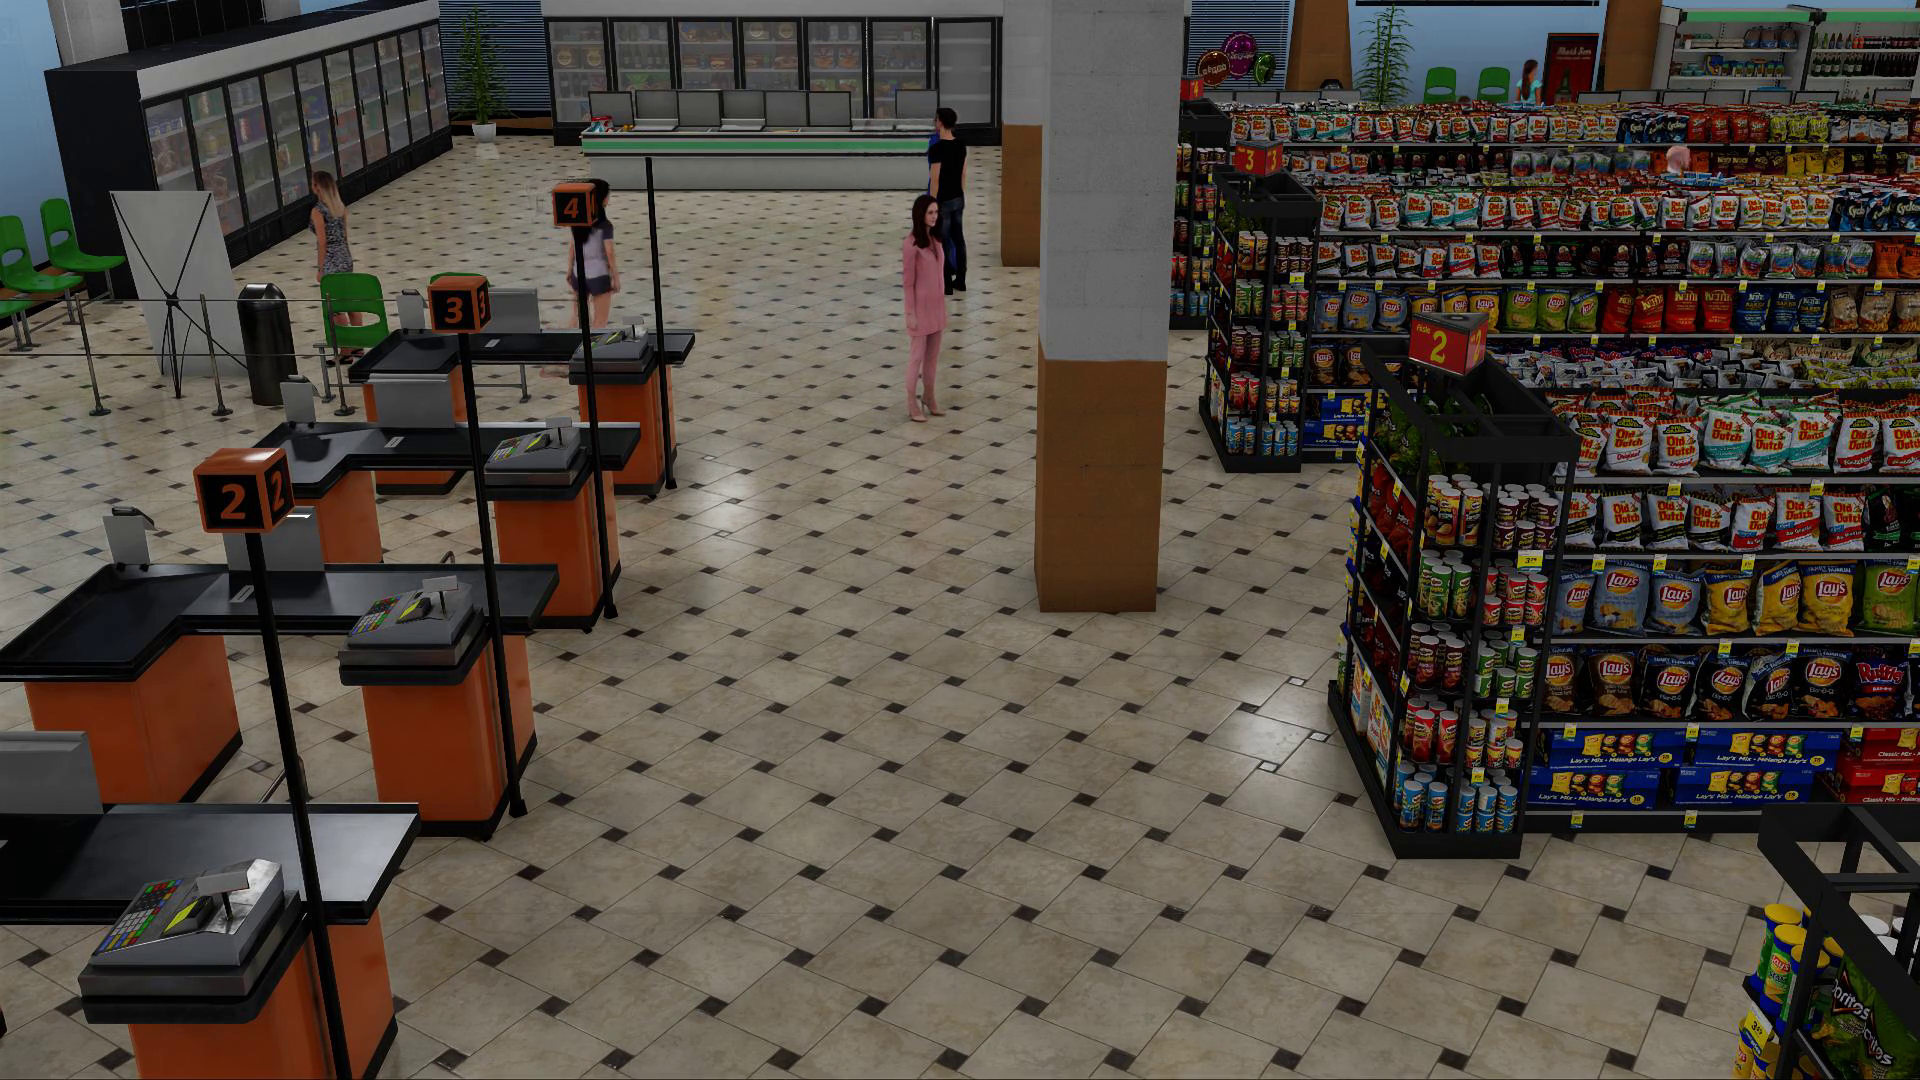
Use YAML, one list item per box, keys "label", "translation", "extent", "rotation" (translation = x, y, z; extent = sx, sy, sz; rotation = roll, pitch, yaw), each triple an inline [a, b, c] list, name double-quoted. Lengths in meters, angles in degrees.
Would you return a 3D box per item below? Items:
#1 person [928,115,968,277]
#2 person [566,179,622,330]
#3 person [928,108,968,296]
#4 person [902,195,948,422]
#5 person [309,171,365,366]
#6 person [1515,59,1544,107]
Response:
- label: "person"
  translation: [-0.230, -3.609, 17.610]
  extent: [0.944, 1.797, 0.835]
  rotation: [-8, 23, -18]
- label: "person"
  translation: [-3.248, -2.286, 14.492]
  extent: [0.732, 1.668, 0.908]
  rotation: [5, 23, 13]
- label: "person"
  translation: [-0.119, -3.508, 17.228]
  extent: [0.735, 1.896, 0.796]
  rotation: [-20, 29, -41]
- label: "person"
  translation: [-0.288, -1.841, 13.208]
  extent: [0.710, 1.800, 0.677]
  rotation: [16, 27, 34]
- label: "person"
  translation: [-5.540, -2.423, 14.783]
  extent: [0.580, 1.705, 0.615]
  rotation: [6, 23, 15]
- label: "person"
  translation: [8.430, -6.349, 24.751]
  extent: [0.639, 1.558, 0.705]
  rotation: [18, 28, 38]
